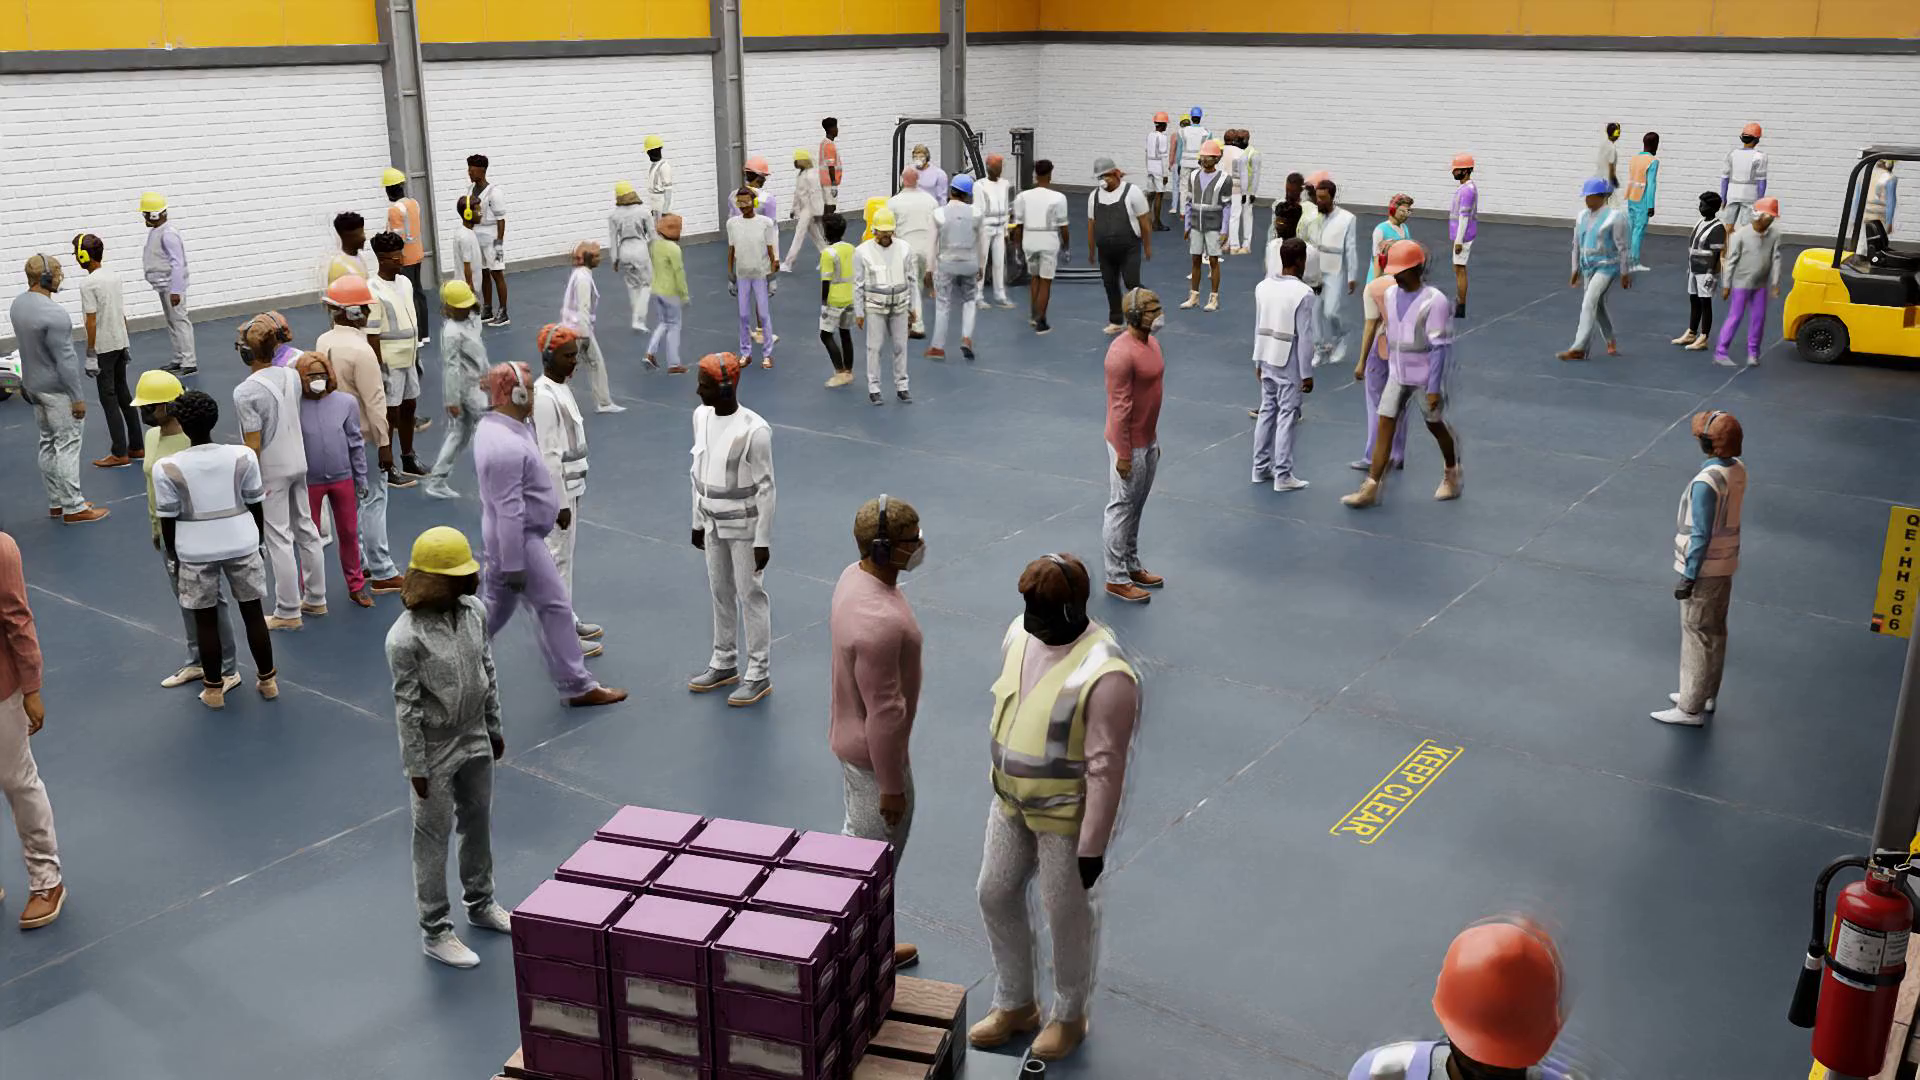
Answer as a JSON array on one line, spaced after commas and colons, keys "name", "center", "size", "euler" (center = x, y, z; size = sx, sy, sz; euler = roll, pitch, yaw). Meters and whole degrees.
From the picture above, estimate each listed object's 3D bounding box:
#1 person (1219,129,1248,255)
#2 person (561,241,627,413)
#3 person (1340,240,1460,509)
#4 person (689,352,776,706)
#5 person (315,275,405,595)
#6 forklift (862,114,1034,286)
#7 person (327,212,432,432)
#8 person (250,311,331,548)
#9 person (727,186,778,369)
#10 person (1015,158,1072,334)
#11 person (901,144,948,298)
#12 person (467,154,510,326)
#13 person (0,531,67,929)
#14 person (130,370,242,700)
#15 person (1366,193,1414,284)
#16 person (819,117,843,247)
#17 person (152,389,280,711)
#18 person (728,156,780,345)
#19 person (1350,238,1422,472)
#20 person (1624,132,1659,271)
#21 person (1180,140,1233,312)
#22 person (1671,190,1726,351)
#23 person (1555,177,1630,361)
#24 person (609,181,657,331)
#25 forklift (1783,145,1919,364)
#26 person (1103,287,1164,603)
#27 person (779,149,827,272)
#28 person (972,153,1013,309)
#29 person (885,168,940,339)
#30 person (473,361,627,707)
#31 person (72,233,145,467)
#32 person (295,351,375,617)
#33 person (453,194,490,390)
[{"name": "person", "center": [4.018, -5.190, 24.816], "size": [0.627, 1.842, 0.429], "euler": [12, 22, 34]}, {"name": "person", "center": [-3.420, -1.863, 14.830], "size": [0.732, 1.584, 0.533], "euler": [-3, 18, -10]}, {"name": "person", "center": [3.339, -1.211, 12.166], "size": [1.095, 1.976, 0.665], "euler": [-11, 21, -30]}, {"name": "person", "center": [-1.200, -0.062, 8.702], "size": [0.573, 1.884, 0.359], "euler": [16, 24, 41]}, {"name": "person", "center": [-3.725, -0.648, 10.360], "size": [0.615, 1.992, 0.386], "euler": [15, 23, 38]}, {"name": "forklift", "center": [-0.171, -4.594, 22.377], "size": [2.313, 2.155, 1.214], "euler": [1, 18, 3]}, {"name": "person", "center": [-5.162, -1.858, 14.278], "size": [1.008, 1.918, 0.605], "euler": [-2, 18, -7]}, {"name": "person", "center": [-4.531, -0.734, 11.219], "size": [0.523, 1.631, 0.319], "euler": [7, 19, 21]}, {"name": "person", "center": [-2.102, -2.655, 16.864], "size": [0.506, 1.862, 0.330], "euler": [3, 18, 8]}, {"name": "person", "center": [0.959, -3.314, 18.770], "size": [0.615, 1.946, 0.568], "euler": [9, 20, 26]}, {"name": "person", "center": [-0.457, -4.041, 21.084], "size": [0.637, 1.929, 0.367], "euler": [6, 19, 19]}, {"name": "person", "center": [-5.473, -3.459, 19.195], "size": [0.600, 1.967, 0.368], "euler": [14, 22, 37]}, {"name": "person", "center": [-3.917, 0.594, 6.506], "size": [0.625, 1.979, 0.411], "euler": [-2, 18, -7]}, {"name": "person", "center": [-4.110, -0.028, 8.788], "size": [0.530, 1.768, 0.312], "euler": [12, 21, 32]}, {"name": "person", "center": [4.190, -2.462, 16.287], "size": [0.389, 1.837, 0.563], "euler": [14, 22, 37]}, {"name": "person", "center": [-1.983, -5.509, 25.609], "size": [0.367, 1.966, 0.607], "euler": [-4, 18, -13]}, {"name": "person", "center": [-3.863, 0.056, 8.656], "size": [0.534, 1.695, 0.320], "euler": [-11, 21, -31]}, {"name": "person", "center": [-2.214, -3.145, 18.115], "size": [0.612, 2.033, 0.411], "euler": [10, 20, 29]}, {"name": "person", "center": [3.369, -1.438, 13.069], "size": [0.570, 1.843, 0.372], "euler": [-10, 20, -28]}, {"name": "person", "center": [9.514, -4.729, 23.266], "size": [0.397, 1.911, 0.587], "euler": [-3, 18, -8]}, {"name": "person", "center": [2.975, -3.792, 20.106], "size": [0.606, 2.048, 0.366], "euler": [12, 22, 34]}, {"name": "person", "center": [7.967, -2.887, 17.844], "size": [0.319, 1.697, 0.532], "euler": [-1, 18, -2]}, {"name": "person", "center": [6.704, -2.822, 17.321], "size": [0.875, 1.904, 0.610], "euler": [-6, 19, -18]}, {"name": "person", "center": [-3.670, -3.185, 18.750], "size": [0.520, 1.706, 0.469], "euler": [2, 18, 5]}, {"name": "forklift", "center": [9.803, -2.879, 17.013], "size": [2.313, 2.155, 1.214], "euler": [12, 21, 33]}, {"name": "person", "center": [1.086, -0.593, 10.278], "size": [0.372, 1.940, 0.632], "euler": [8, 19, 22]}, {"name": "person", "center": [-2.179, -4.589, 23.169], "size": [0.922, 1.689, 0.506], "euler": [-8, 19, -22]}, {"name": "person", "center": [0.383, -3.762, 20.293], "size": [0.586, 1.877, 0.382], "euler": [-15, 23, -39]}, {"name": "person", "center": [-0.563, -3.230, 18.701], "size": [0.723, 1.835, 1.021], "euler": [-8, 20, -25]}, {"name": "person", "center": [-2.320, 0.000, 8.561], "size": [0.976, 1.863, 0.640], "euler": [-6, 19, -18]}, {"name": "person", "center": [-6.826, -1.508, 13.286], "size": [0.344, 1.853, 0.525], "euler": [1, 18, 3]}, {"name": "person", "center": [-3.813, -0.339, 9.995], "size": [0.498, 1.626, 0.288], "euler": [-12, 21, -33]}, {"name": "person", "center": [-4.681, -2.371, 15.971], "size": [0.322, 1.861, 0.517], "euler": [-5, 18, -14]}]
